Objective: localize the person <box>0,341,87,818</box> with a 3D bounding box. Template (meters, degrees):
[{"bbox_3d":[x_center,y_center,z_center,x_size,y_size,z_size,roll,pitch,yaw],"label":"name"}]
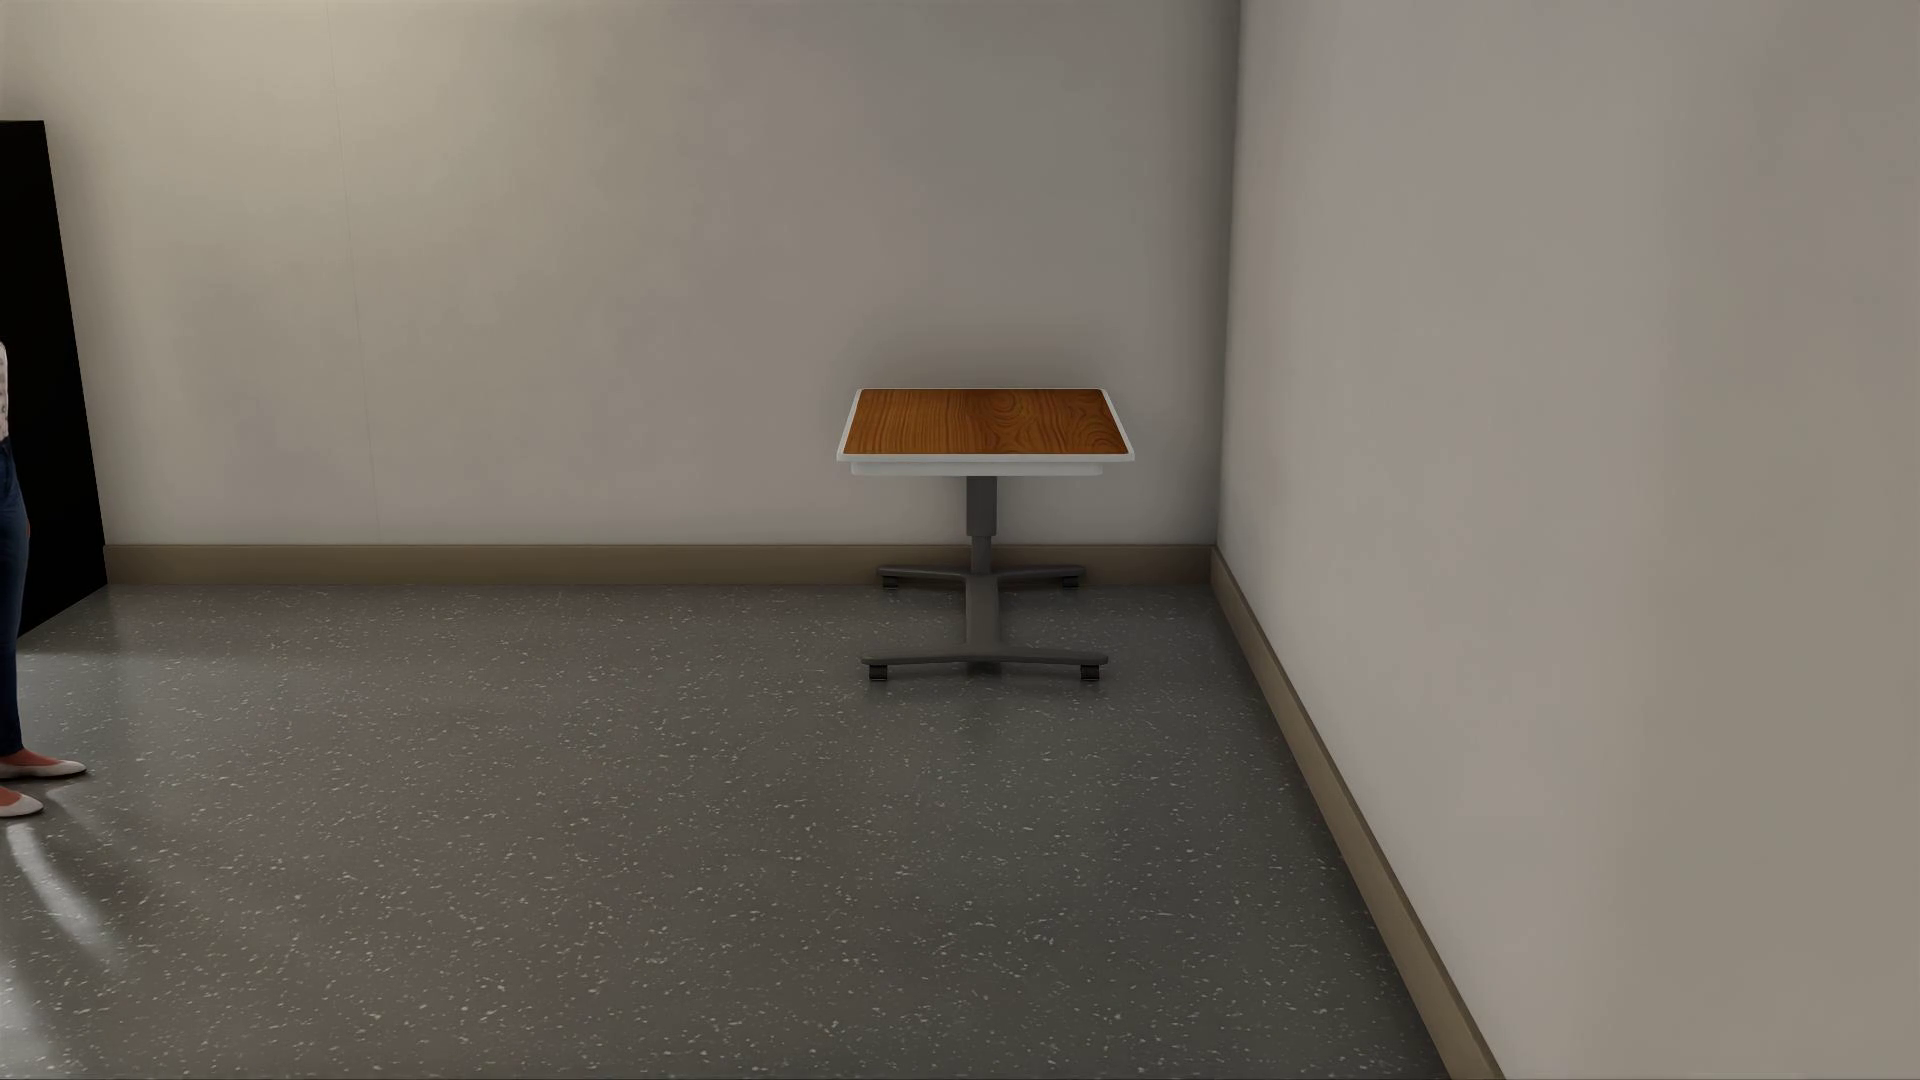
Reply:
[{"bbox_3d":[-2.747,-0.105,4.578,0.500,1.729,0.581,0,16,-2],"label":"person"}]
